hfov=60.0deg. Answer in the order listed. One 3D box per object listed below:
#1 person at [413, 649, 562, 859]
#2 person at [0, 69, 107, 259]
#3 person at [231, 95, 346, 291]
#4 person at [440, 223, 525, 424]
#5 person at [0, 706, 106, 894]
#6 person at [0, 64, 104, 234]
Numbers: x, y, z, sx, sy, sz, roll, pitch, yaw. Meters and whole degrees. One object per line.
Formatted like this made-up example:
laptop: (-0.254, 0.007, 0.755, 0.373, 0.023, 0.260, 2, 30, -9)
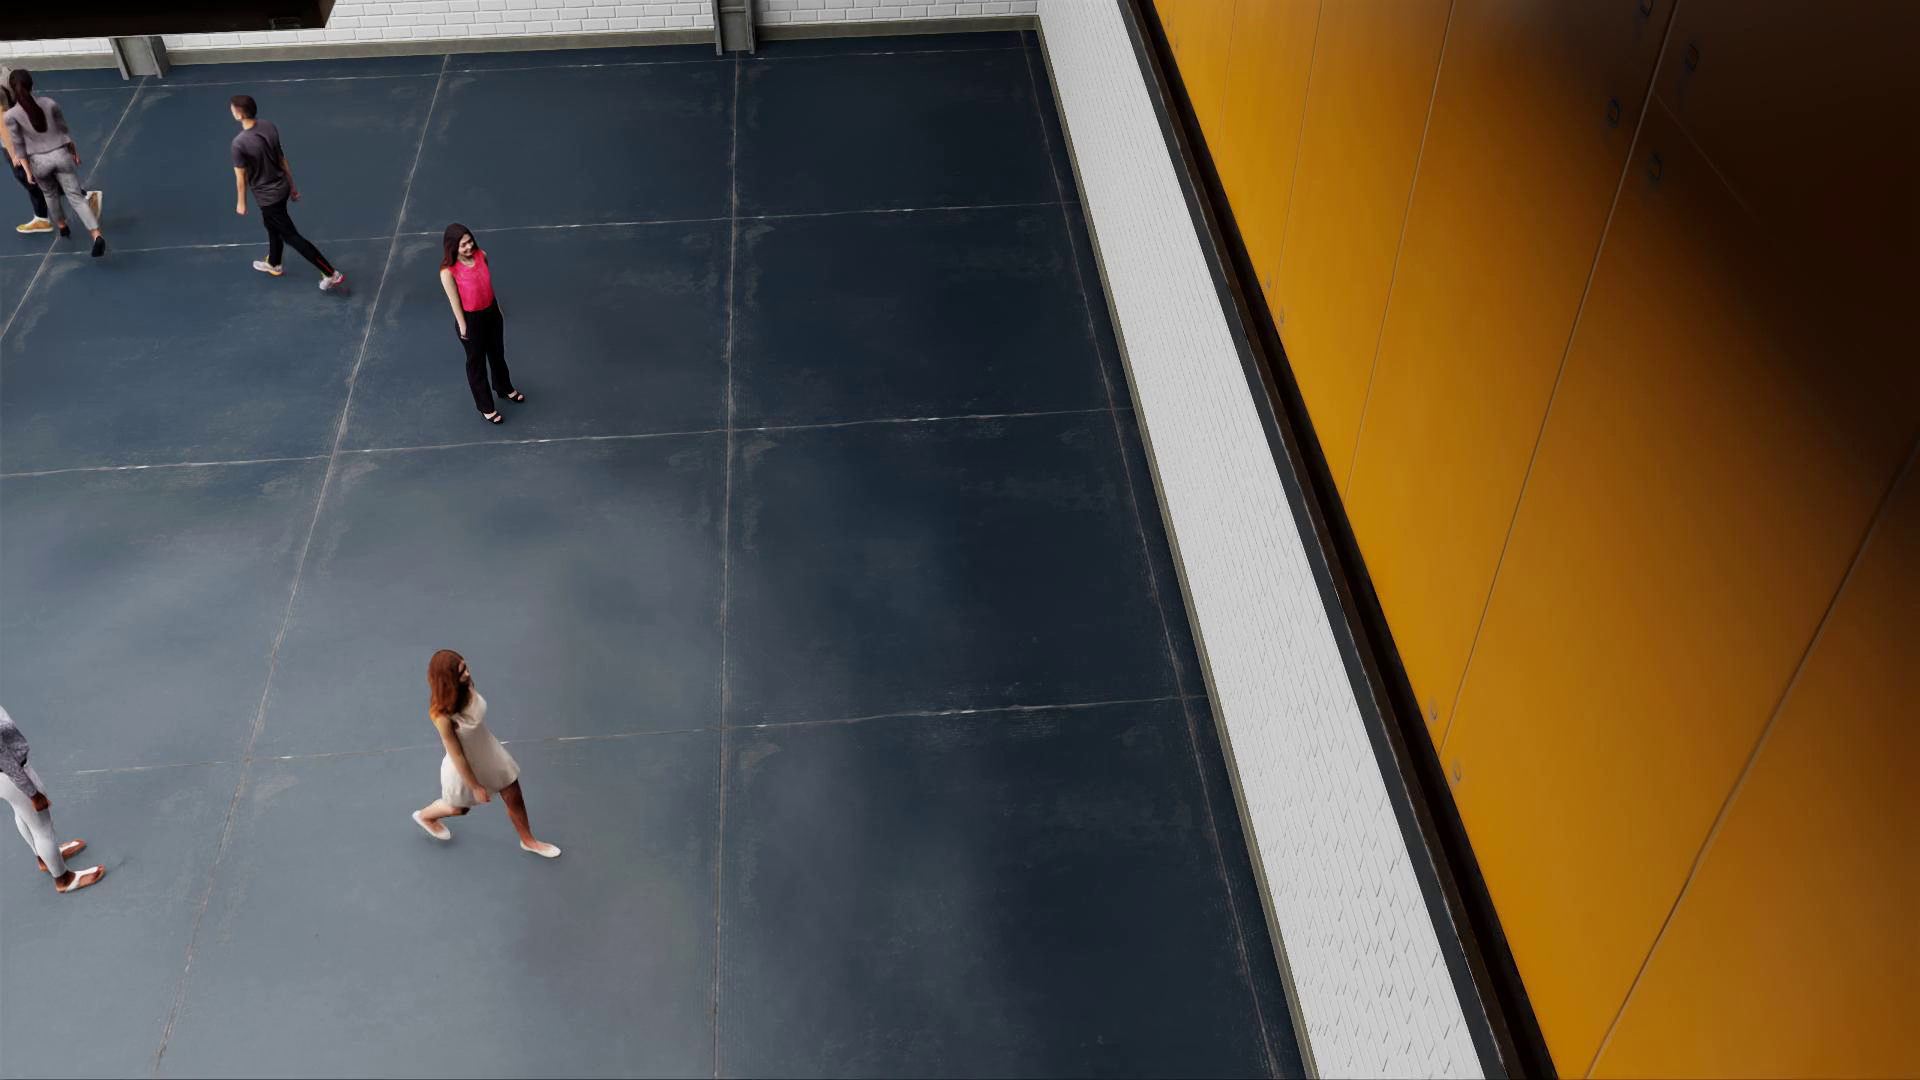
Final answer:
person: (-2.850, 1.250, 9.451, 1.168, 1.683, 0.873, 14, 45, 14)
person: (-7.644, -3.145, 14.095, 1.110, 1.640, 1.079, -32, 52, -29)
person: (-5.589, -2.802, 13.672, 1.256, 1.727, 0.912, 10, 45, 11)
person: (-3.619, -1.651, 12.513, 0.679, 1.660, 0.658, 20, 47, 19)
person: (-5.317, 1.331, 9.337, 0.702, 1.724, 0.666, -34, 53, -30)
person: (-7.984, -3.450, 14.241, 1.093, 1.882, 0.753, -10, 45, -11)
